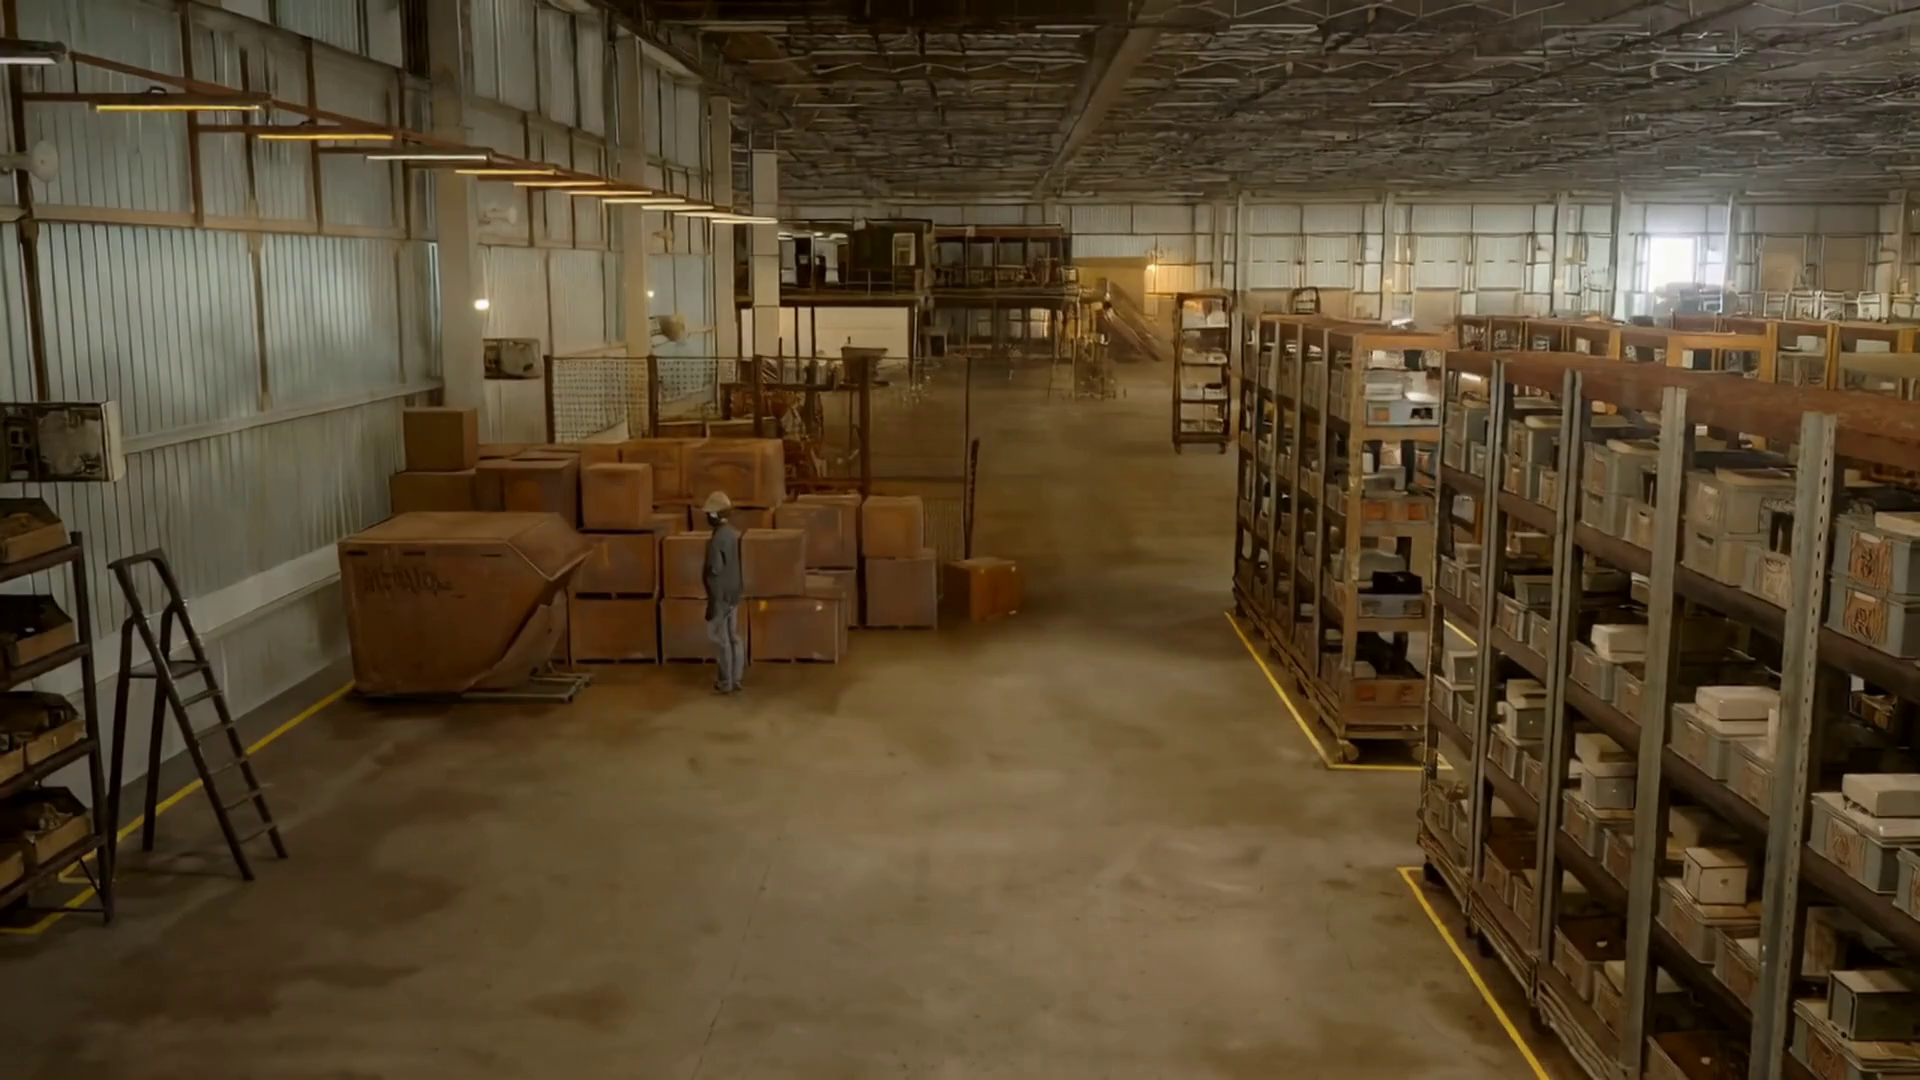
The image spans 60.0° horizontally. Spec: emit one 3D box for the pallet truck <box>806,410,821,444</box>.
[{"bbox_3d":[-3.559,-2.018,33.905,1.522,1.261,0.704,0,9,-1],"label":"pallet truck"}]

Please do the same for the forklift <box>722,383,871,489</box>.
[{"bbox_3d":[-2.893,-1.687,28.729,2.680,1.987,1.157,0,9,-1],"label":"forklift"}]

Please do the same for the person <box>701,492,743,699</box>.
[{"bbox_3d":[-2.290,0.533,16.002,0.377,1.995,0.608,2,10,14],"label":"person"}]

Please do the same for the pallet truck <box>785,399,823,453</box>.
[{"bbox_3d":[-3.814,-2.432,36.419,1.630,1.274,0.653,0,9,1],"label":"pallet truck"}]

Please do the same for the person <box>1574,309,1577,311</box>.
[{"bbox_3d":[34.285,-11.896,92.846,0.354,1.939,0.544,2,9,14],"label":"person"}]

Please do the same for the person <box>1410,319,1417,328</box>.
[{"bbox_3d":[20.655,-9.087,75.603,0.822,1.917,0.555,-3,10,-18],"label":"person"}]

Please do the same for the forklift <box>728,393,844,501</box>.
[{"bbox_3d":[-2.979,-1.316,26.476,2.680,1.987,1.157,0,9,1],"label":"forklift"}]

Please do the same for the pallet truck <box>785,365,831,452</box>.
[{"bbox_3d":[-3.774,-2.976,37.635,1.885,1.965,0.823,1,9,5],"label":"pallet truck"}]

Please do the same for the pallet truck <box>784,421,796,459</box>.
[{"bbox_3d":[-4.013,-1.793,32.705,1.601,1.201,0.680,0,9,1],"label":"pallet truck"}]

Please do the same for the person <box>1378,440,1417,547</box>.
[{"bbox_3d":[6.574,-0.793,25.079,0.511,1.709,0.899,-8,12,-40],"label":"person"}]

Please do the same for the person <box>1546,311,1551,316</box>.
[{"bbox_3d":[32.348,-11.628,91.321,0.773,1.901,0.596,-7,12,-37],"label":"person"}]

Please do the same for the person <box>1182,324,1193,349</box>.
[{"bbox_3d":[11.599,-10.588,84.995,0.595,1.877,0.990,-1,9,-8],"label":"person"}]

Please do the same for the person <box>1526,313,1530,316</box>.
[{"bbox_3d":[30.744,-11.391,90.112,0.584,1.828,1.031,6,11,31],"label":"person"}]

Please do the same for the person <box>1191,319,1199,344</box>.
[{"bbox_3d":[13.136,-11.895,92.809,0.614,1.947,0.388,5,11,29],"label":"person"}]

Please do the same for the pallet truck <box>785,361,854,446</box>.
[{"bbox_3d":[-3.410,-3.193,38.978,1.885,1.965,0.823,0,9,-1],"label":"pallet truck"}]

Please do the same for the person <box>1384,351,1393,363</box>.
[{"bbox_3d":[11.616,-4.157,45.183,0.527,1.919,0.556,1,9,7],"label":"person"}]

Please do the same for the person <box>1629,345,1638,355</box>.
[{"bbox_3d":[23.893,-6.228,58.977,0.894,1.578,0.516,-1,9,-7],"label":"person"}]

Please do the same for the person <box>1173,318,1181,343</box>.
[{"bbox_3d":[10.534,-9.832,80.397,0.519,1.843,0.331,-7,11,-36],"label":"person"}]

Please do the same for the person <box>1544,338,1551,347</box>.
[{"bbox_3d":[19.936,-5.935,56.396,0.403,1.833,0.586,8,12,42],"label":"person"}]

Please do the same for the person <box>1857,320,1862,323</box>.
[{"bbox_3d":[41.525,-9.284,77.014,0.579,1.847,0.452,0,9,-1],"label":"person"}]

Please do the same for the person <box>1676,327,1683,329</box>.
[{"bbox_3d":[32.386,-9.000,74.663,0.901,2.000,0.703,6,11,34],"label":"person"}]

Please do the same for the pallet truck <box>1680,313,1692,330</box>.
[{"bbox_3d":[36.315,-10.531,84.244,0.823,1.965,1.885,-6,11,-33],"label":"pallet truck"}]

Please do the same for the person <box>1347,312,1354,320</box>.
[{"bbox_3d":[21.338,-11.541,90.878,0.603,1.868,1.033,-9,13,-43],"label":"person"}]

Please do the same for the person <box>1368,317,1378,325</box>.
[{"bbox_3d":[19.909,-9.837,80.310,0.585,1.881,0.343,1,9,5],"label":"person"}]
